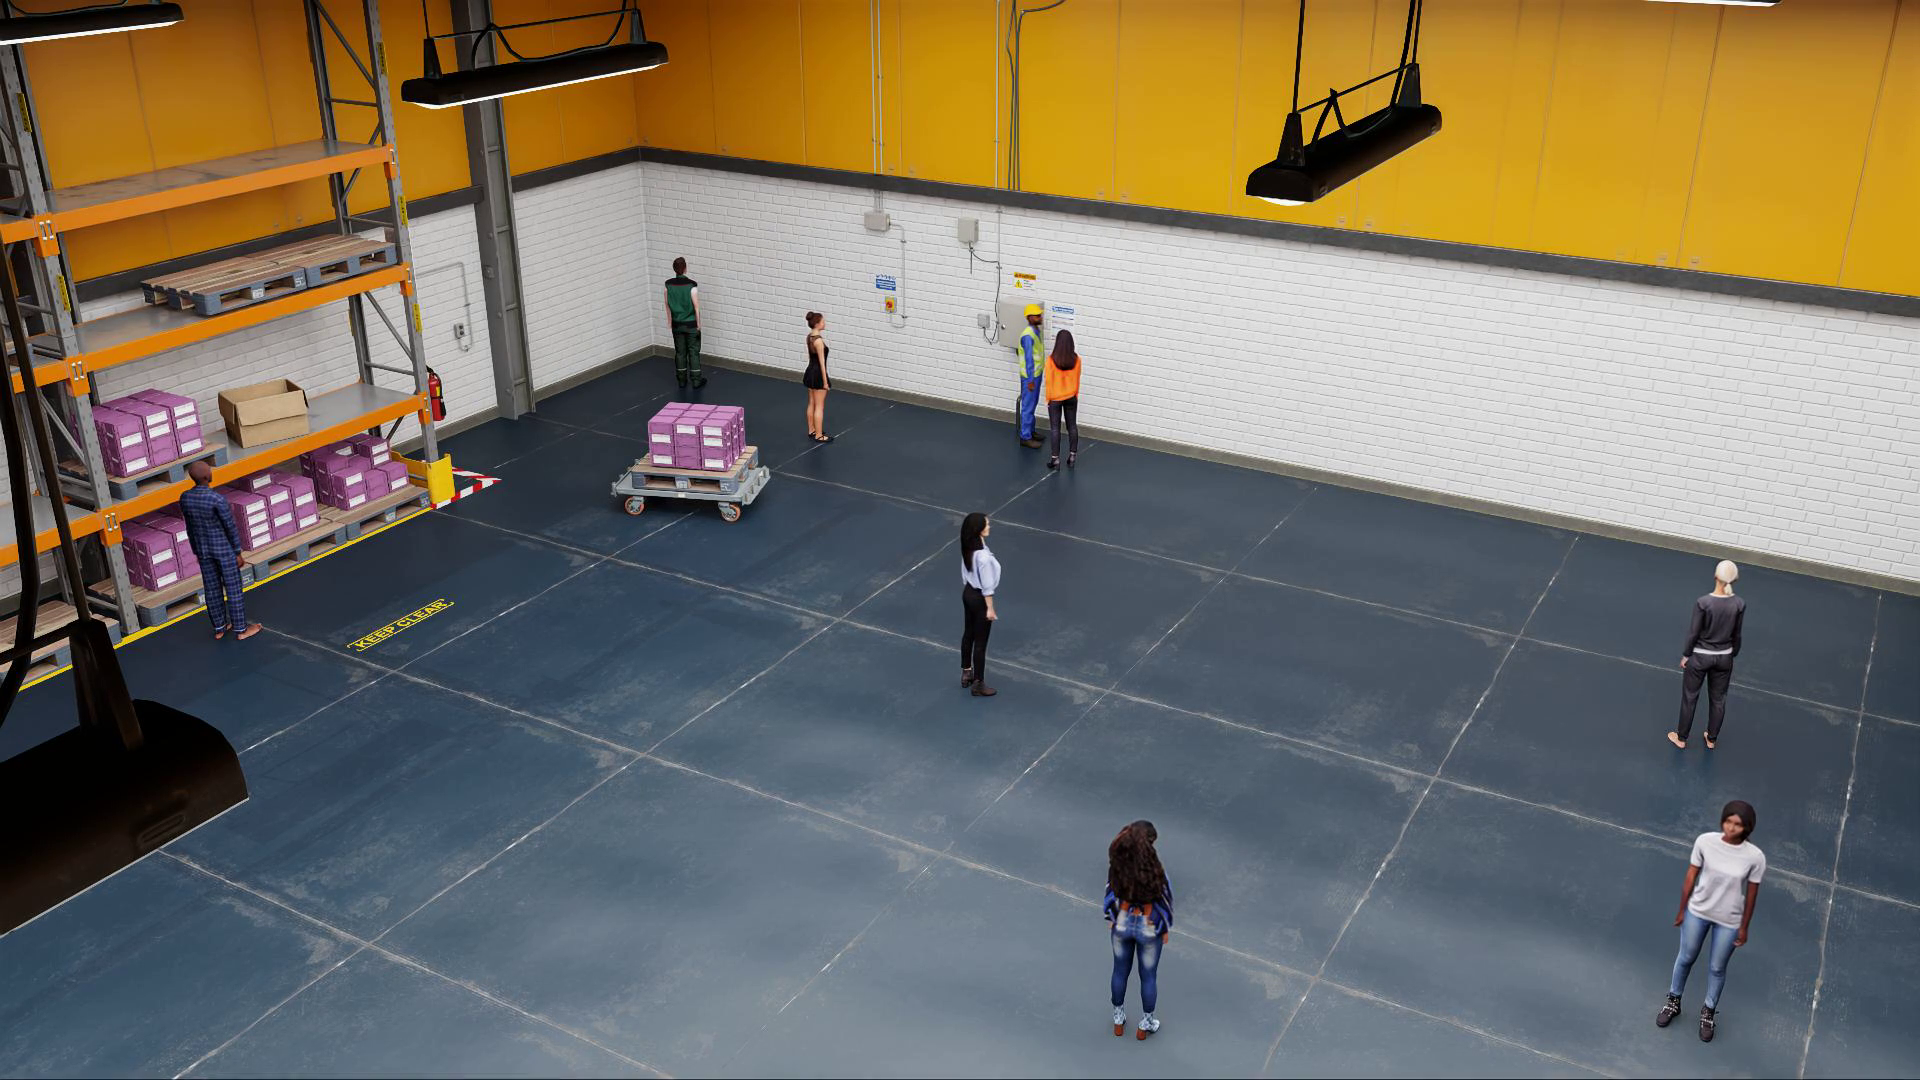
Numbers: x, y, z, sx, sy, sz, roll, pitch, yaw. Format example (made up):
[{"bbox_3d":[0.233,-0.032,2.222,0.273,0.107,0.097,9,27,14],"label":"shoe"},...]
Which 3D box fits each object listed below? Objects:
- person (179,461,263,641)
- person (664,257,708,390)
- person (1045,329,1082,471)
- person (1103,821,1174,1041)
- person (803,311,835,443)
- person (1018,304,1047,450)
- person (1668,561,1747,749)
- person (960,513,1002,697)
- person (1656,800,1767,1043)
[{"bbox_3d":[-7.104,0.094,15.881,0.742,1.820,0.731,4,24,8],"label":"person"},{"bbox_3d":[-3.790,-3.005,22.942,0.711,1.843,0.697,5,24,10],"label":"person"},{"bbox_3d":[1.240,-1.702,20.078,0.691,1.748,0.766,-8,25,-19],"label":"person"},{"bbox_3d":[1.136,2.488,10.658,0.626,1.616,0.577,10,25,21],"label":"person"},{"bbox_3d":[-1.806,-2.077,21.028,0.718,1.675,0.681,-11,26,-23],"label":"person"},{"bbox_3d":[0.903,-2.082,20.867,0.778,1.812,0.601,7,24,15],"label":"person"},{"bbox_3d":[6.326,0.961,14.013,0.675,1.727,0.667,2,24,4],"label":"person"},{"bbox_3d":[0.153,0.562,14.904,0.751,1.744,0.732,-11,26,-23],"label":"person"},{"bbox_3d":[4.842,2.423,10.679,0.594,1.719,0.530,15,28,30],"label":"person"}]
